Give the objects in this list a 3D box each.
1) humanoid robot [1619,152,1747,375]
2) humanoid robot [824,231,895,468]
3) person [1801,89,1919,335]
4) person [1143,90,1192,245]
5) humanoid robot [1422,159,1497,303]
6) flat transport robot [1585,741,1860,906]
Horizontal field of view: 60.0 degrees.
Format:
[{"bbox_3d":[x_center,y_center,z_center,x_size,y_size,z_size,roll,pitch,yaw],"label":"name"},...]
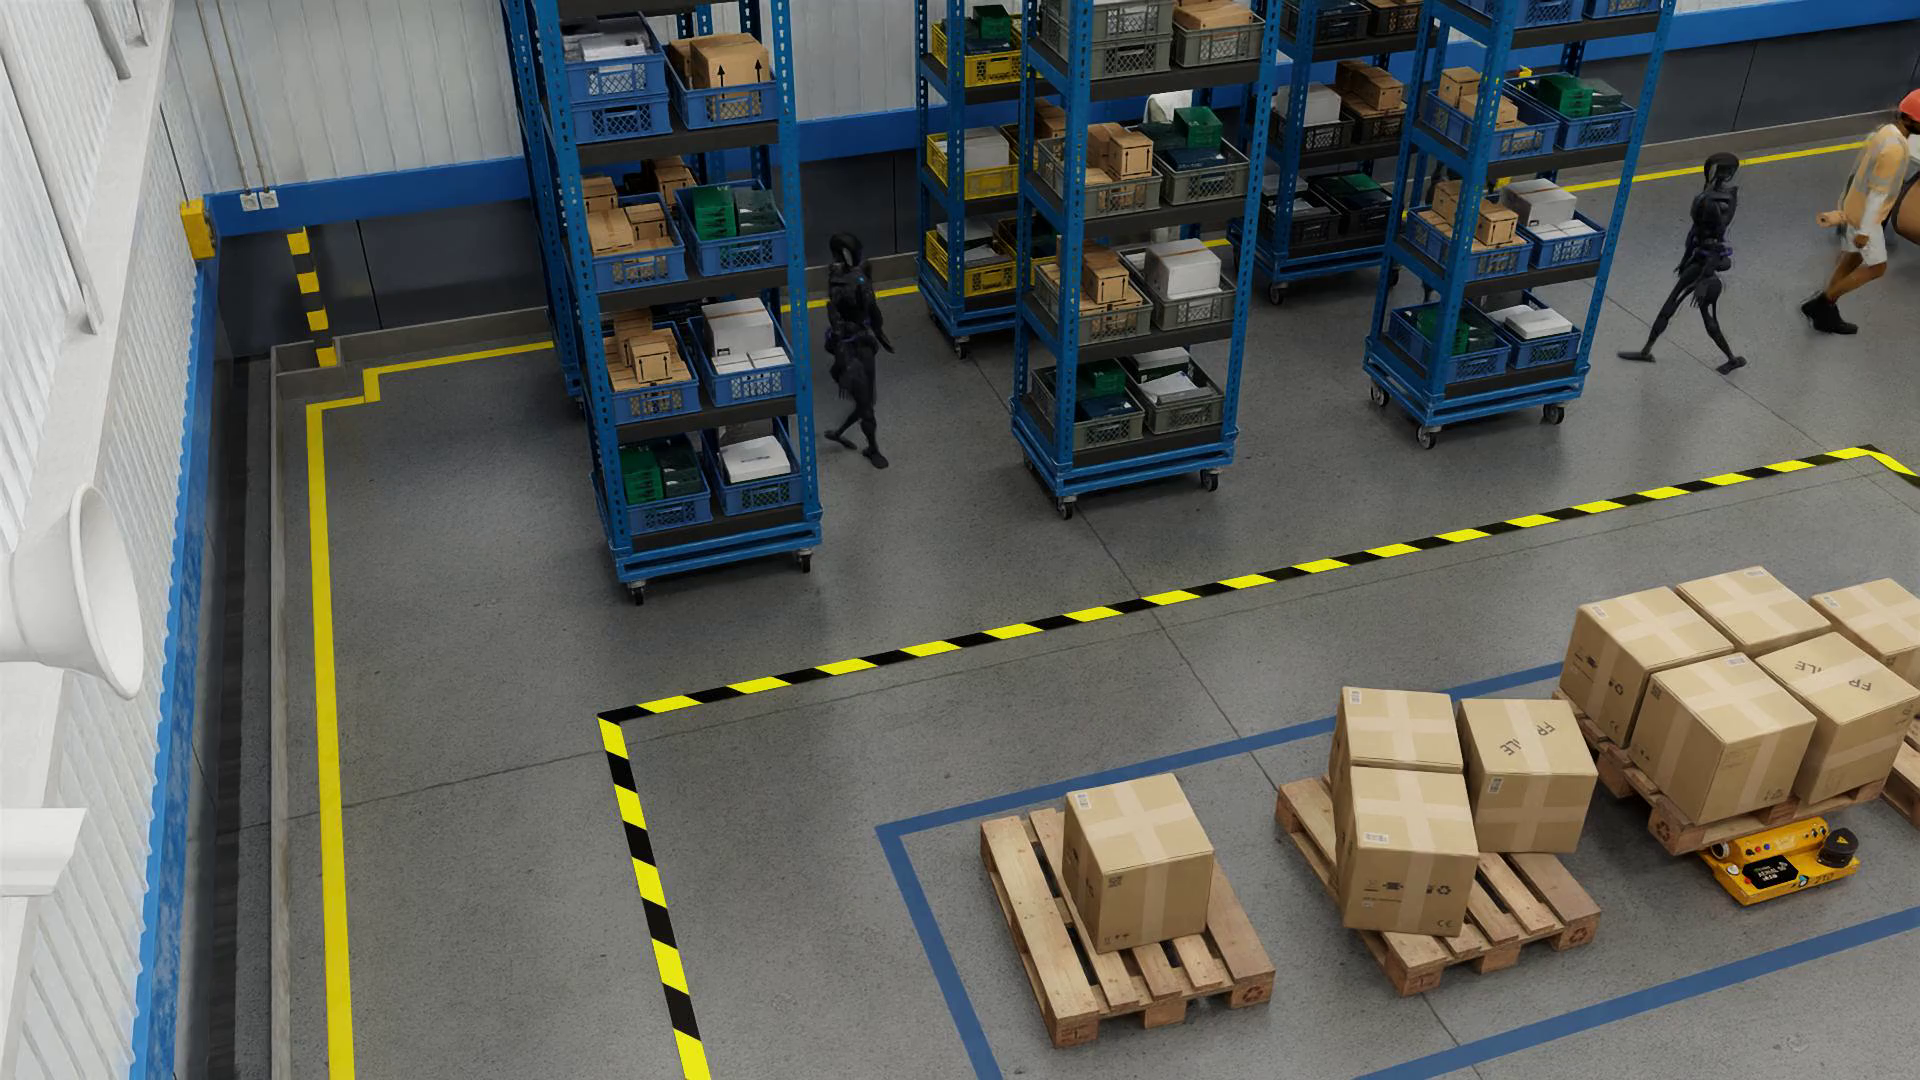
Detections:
[{"bbox_3d":[5.229,-1.913,11.614,0.845,1.631,0.600,3,35,5],"label":"humanoid robot"},{"bbox_3d":[-0.681,-1.227,10.596,0.498,1.643,0.600,13,37,18],"label":"humanoid robot"},{"bbox_3d":[6.568,-2.340,11.952,0.415,1.903,0.561,13,37,18],"label":"person"},{"bbox_3d":[1.589,-2.933,12.849,0.378,1.839,0.565,20,40,25],"label":"person"},{"bbox_3d":[3.725,-2.386,12.260,0.739,1.648,0.600,-23,41,-29],"label":"humanoid robot"},{"bbox_3d":[3.738,1.188,8.347,0.652,0.197,1.431,-11,37,-15],"label":"flat transport robot"}]
